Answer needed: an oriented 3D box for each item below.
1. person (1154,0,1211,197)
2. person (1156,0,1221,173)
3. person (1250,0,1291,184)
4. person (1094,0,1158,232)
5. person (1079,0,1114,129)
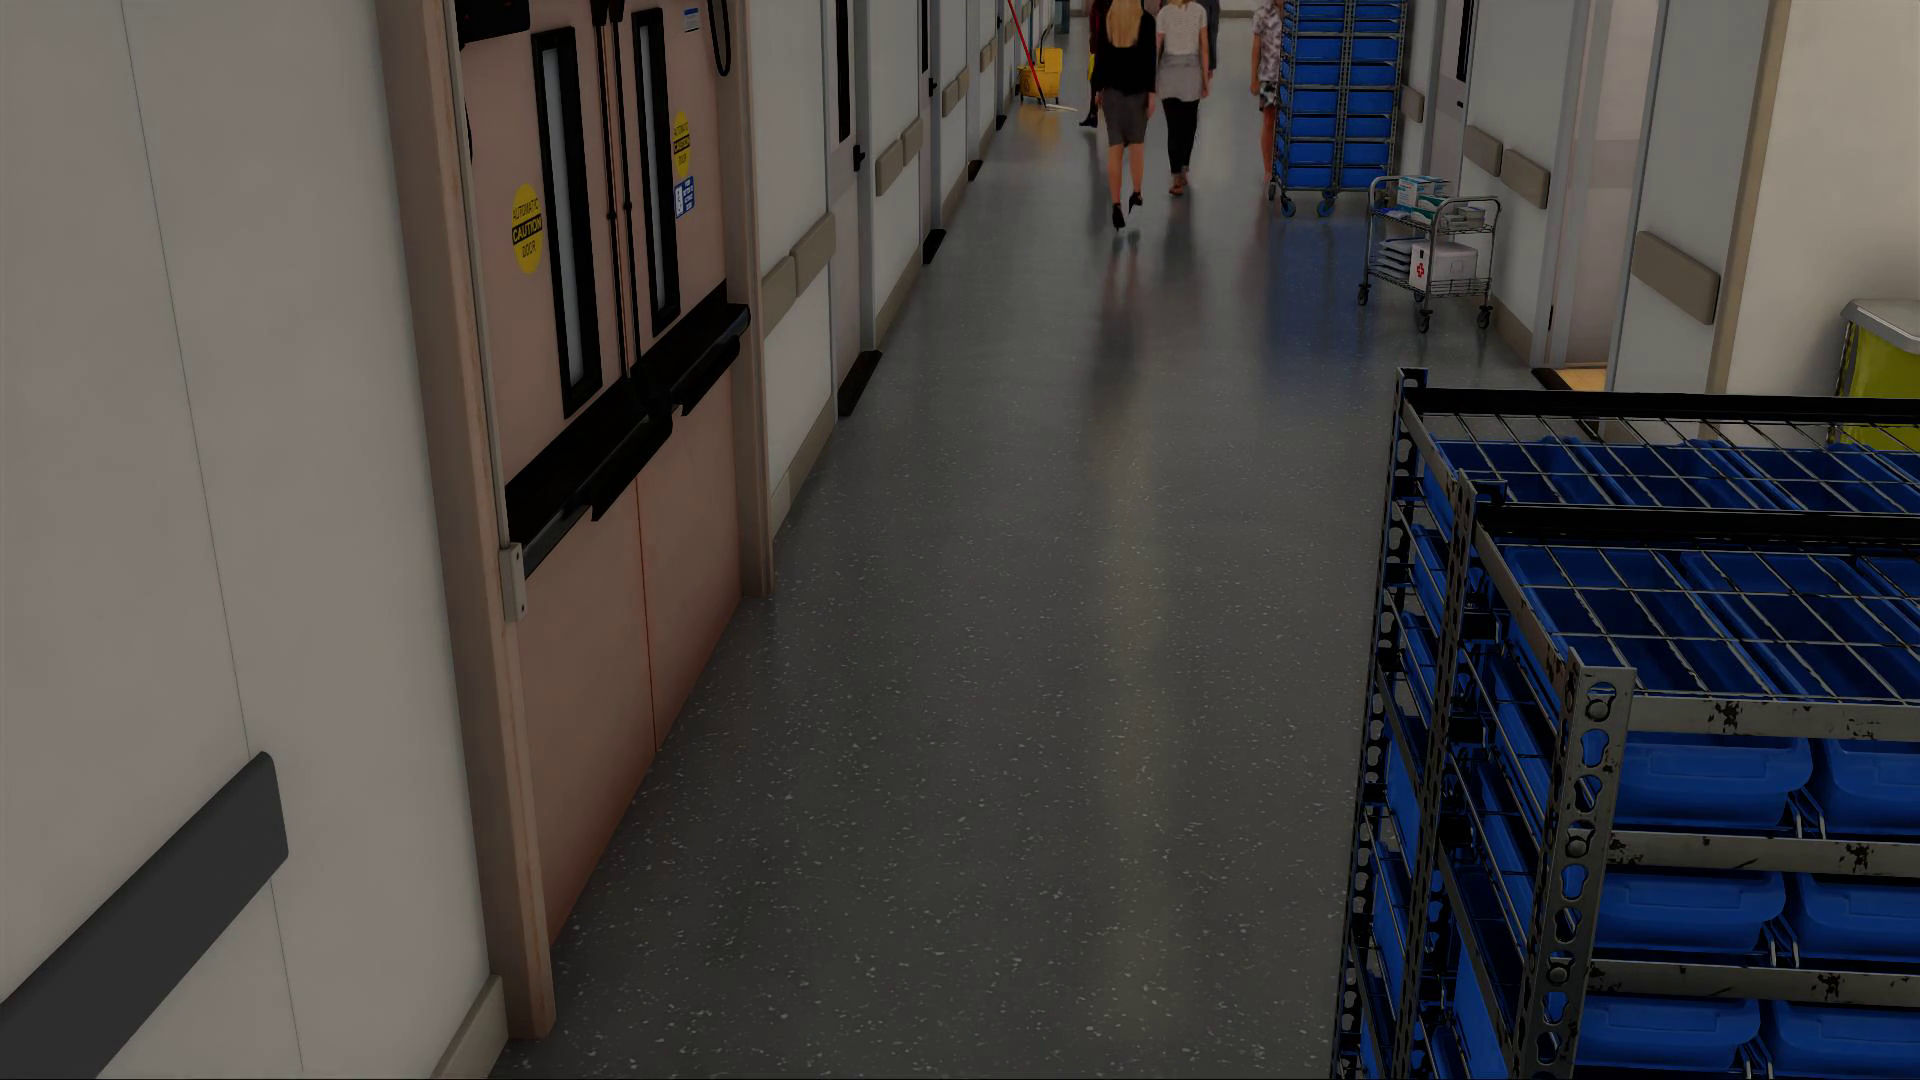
[{"bbox_3d":[1.822,-3.738,13.658,0.677,1.806,0.876,0,21,1],"label":"person"},{"bbox_3d":[2.015,-4.168,14.781,0.818,1.816,1.217,-1,21,-3],"label":"person"},{"bbox_3d":[2.806,-4.079,14.554,0.760,1.809,1.012,-1,21,-3],"label":"person"},{"bbox_3d":[1.180,-3.153,12.119,0.753,1.803,1.117,5,21,14],"label":"person"},{"bbox_3d":[1.637,-5.184,17.750,0.961,1.612,1.079,11,23,27],"label":"person"}]
